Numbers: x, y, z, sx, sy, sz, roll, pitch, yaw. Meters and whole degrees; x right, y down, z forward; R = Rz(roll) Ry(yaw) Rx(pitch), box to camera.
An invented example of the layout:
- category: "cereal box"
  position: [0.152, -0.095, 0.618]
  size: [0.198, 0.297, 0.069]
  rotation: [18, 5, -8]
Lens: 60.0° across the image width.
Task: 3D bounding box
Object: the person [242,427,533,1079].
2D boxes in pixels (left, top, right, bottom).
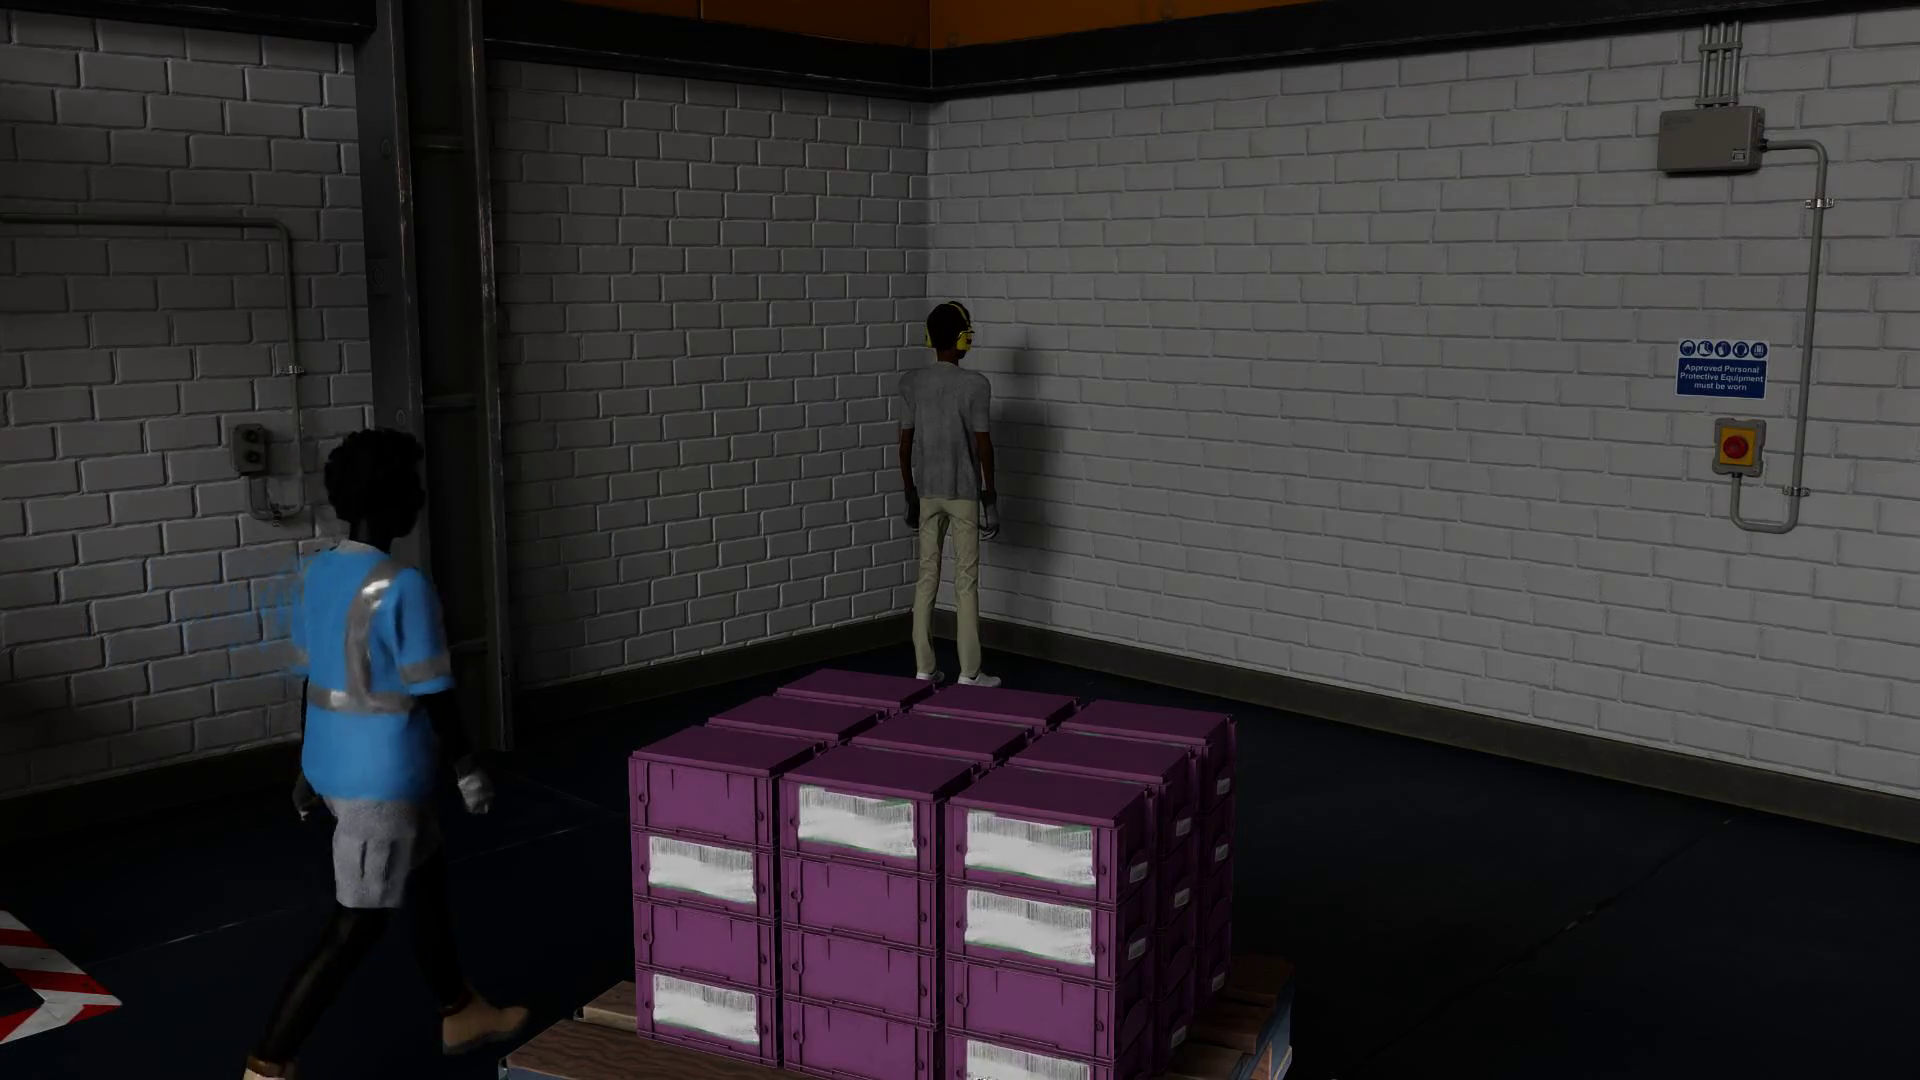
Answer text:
- category: "person"
  position: [-1.430, 0.556, 3.973]
  size: [0.832, 1.653, 0.520]
  rotation: [-8, 12, -41]

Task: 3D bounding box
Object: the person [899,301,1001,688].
- category: "person"
  position: [-0.044, -0.192, 7.914]
  size: [0.513, 1.872, 0.328]
  rotation: [4, 10, 26]
